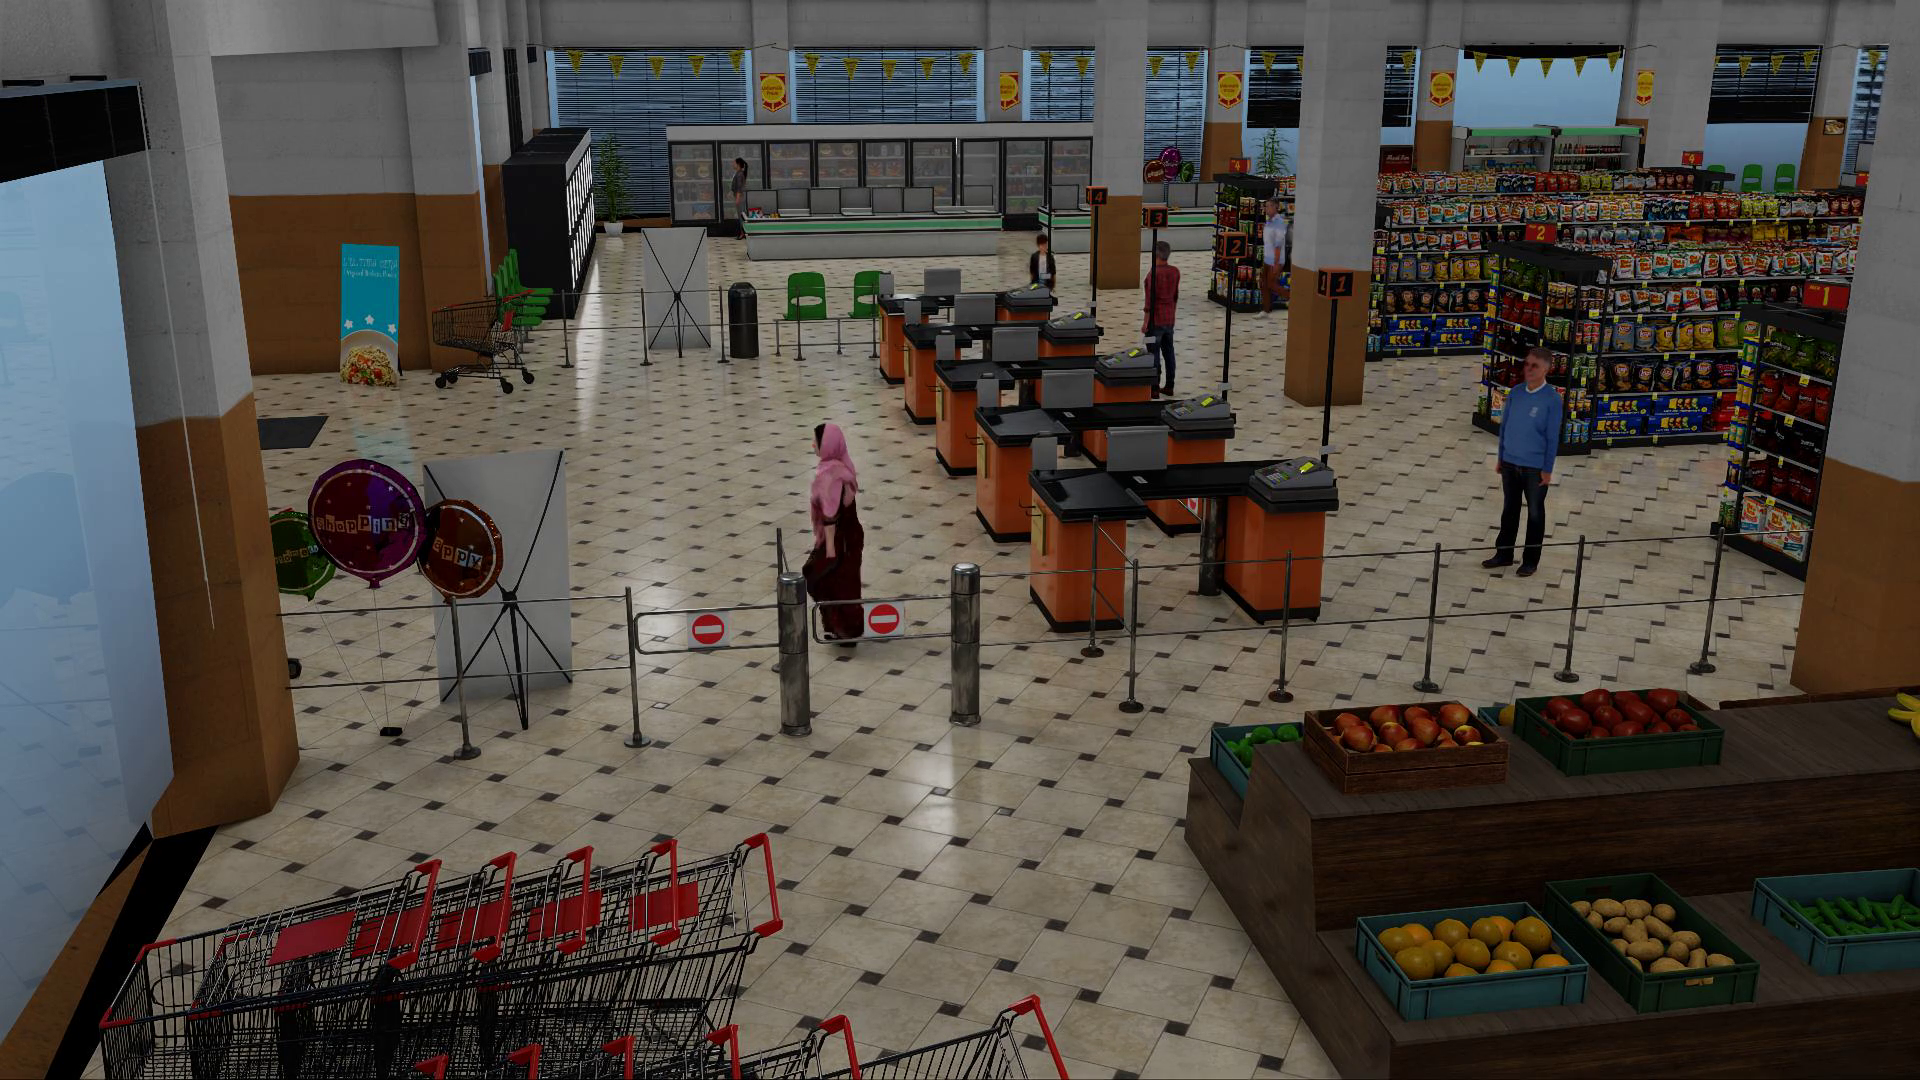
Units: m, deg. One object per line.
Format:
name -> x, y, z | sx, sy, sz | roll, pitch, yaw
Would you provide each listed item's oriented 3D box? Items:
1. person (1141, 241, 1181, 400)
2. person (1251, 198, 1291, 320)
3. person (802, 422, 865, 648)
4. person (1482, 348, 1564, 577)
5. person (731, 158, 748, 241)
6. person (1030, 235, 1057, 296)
person -> 2.362, -2.596, 19.564 | 0.682, 1.831, 0.822 | -13, 21, -37
person -> 4.744, -4.179, 24.823 | 0.949, 1.806, 0.736 | -5, 17, -15
person -> -0.766, -0.015, 11.430 | 0.837, 1.619, 0.794 | 7, 18, 21
person -> 4.481, -0.637, 13.133 | 0.739, 1.819, 0.739 | -13, 21, -36
person -> -4.582, -7.136, 34.779 | 0.653, 1.678, 0.665 | 1, 17, 2
person -> 1.156, -3.593, 23.558 | 0.938, 1.419, 0.724 | -7, 18, -21
